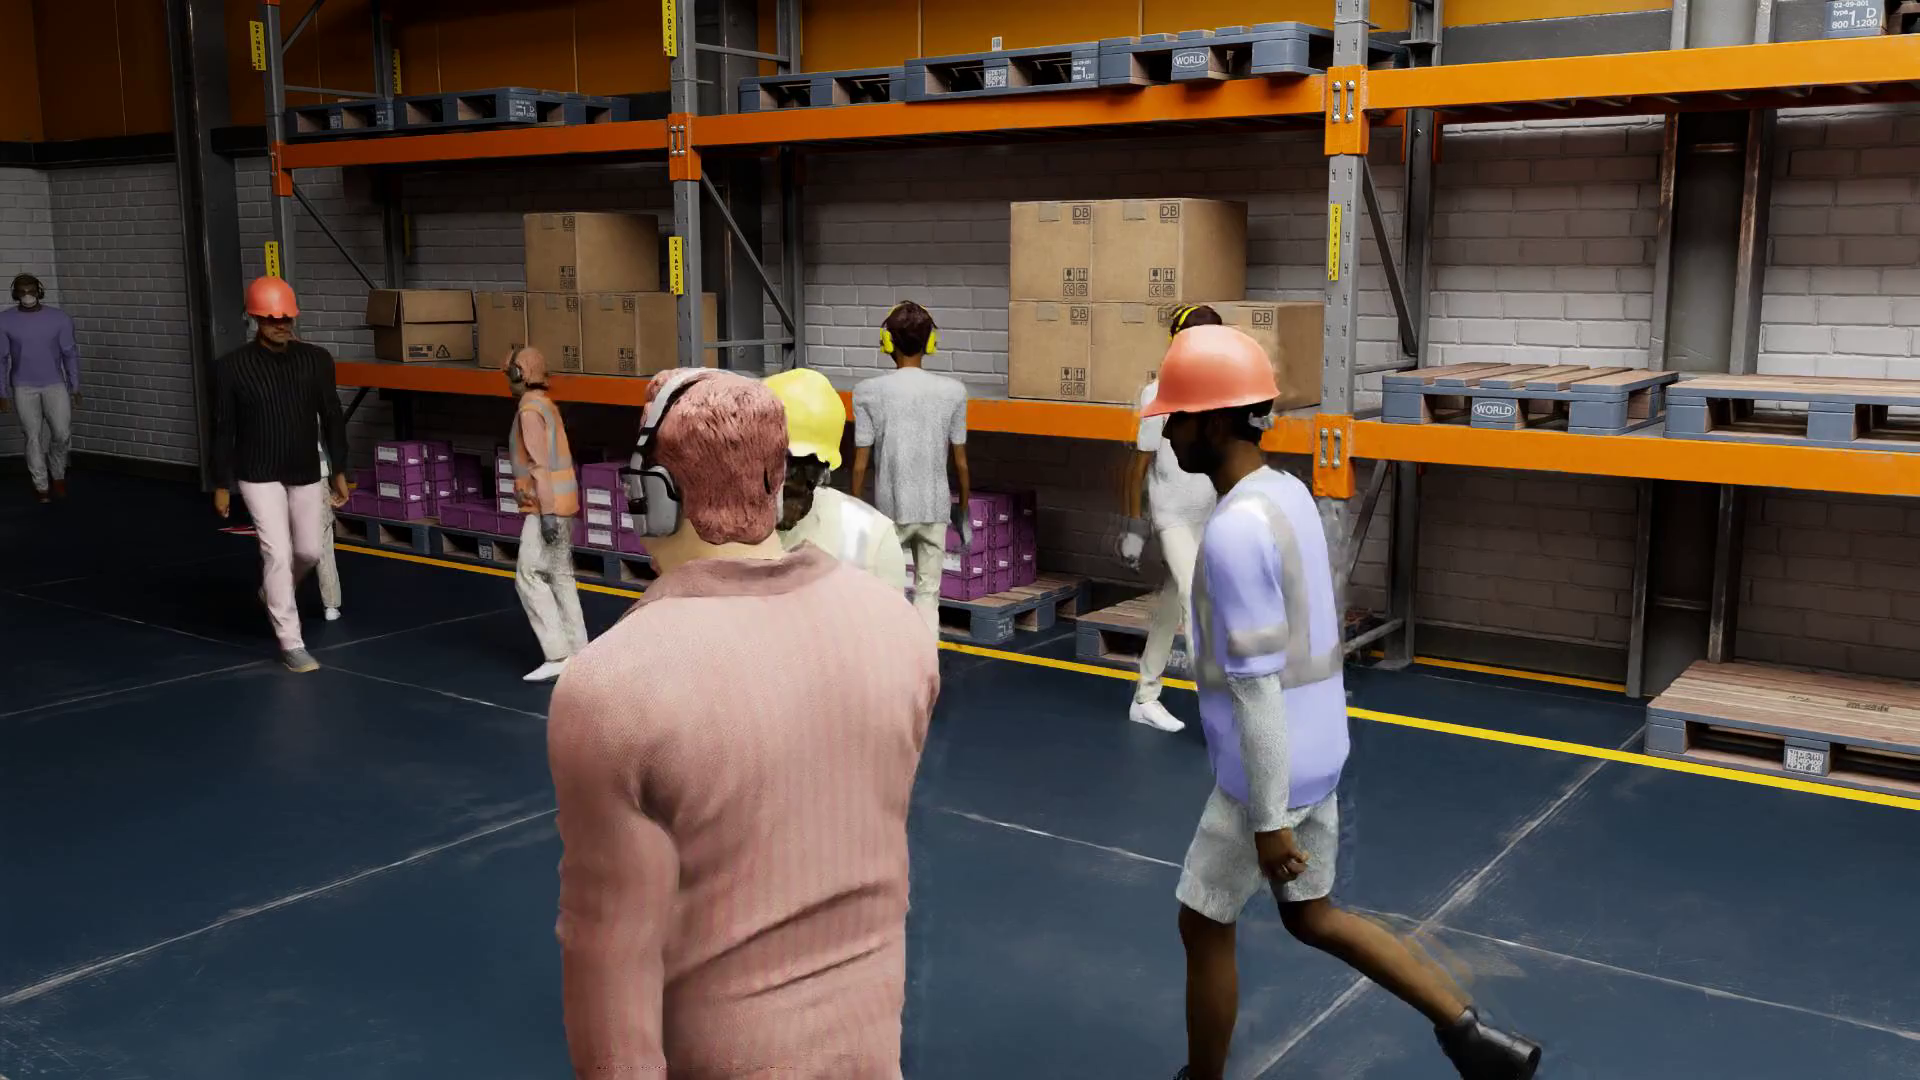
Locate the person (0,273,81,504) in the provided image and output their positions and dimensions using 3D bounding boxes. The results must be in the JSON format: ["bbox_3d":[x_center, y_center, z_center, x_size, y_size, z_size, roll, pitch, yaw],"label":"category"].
[{"bbox_3d":[-7.684,-1.253,13.852,0.652,1.921,0.430,-6,11,-32],"label":"person"}]

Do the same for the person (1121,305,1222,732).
[{"bbox_3d":[1.035,-0.046,6.926,0.558,1.829,0.914,-8,13,-40],"label":"person"}]

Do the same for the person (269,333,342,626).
[{"bbox_3d":[-3.686,-0.327,9.189,0.515,1.636,0.315,-6,11,-31],"label":"person"}]

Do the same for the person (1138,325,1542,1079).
[{"bbox_3d":[0.788,0.482,3.619,0.888,1.900,0.561,4,10,23],"label":"person"}]

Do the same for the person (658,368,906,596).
[{"bbox_3d":[-0.416,0.490,3.860,0.611,1.785,0.668,0,10,-1],"label":"person"}]

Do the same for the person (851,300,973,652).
[{"bbox_3d":[-0.198,-0.082,7.066,0.549,1.857,0.494,-1,10,-7],"label":"person"}]

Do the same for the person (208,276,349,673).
[{"bbox_3d":[-3.457,-0.342,8.351,0.815,1.956,0.632,9,13,44],"label":"person"}]

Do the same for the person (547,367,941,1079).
[{"bbox_3d":[-0.361,0.696,2.383,0.642,1.874,0.865,-8,13,-41],"label":"person"}]

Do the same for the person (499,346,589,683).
[{"bbox_3d":[-2.012,-0.130,8.076,0.432,1.605,0.548,-1,10,-4],"label":"person"}]
